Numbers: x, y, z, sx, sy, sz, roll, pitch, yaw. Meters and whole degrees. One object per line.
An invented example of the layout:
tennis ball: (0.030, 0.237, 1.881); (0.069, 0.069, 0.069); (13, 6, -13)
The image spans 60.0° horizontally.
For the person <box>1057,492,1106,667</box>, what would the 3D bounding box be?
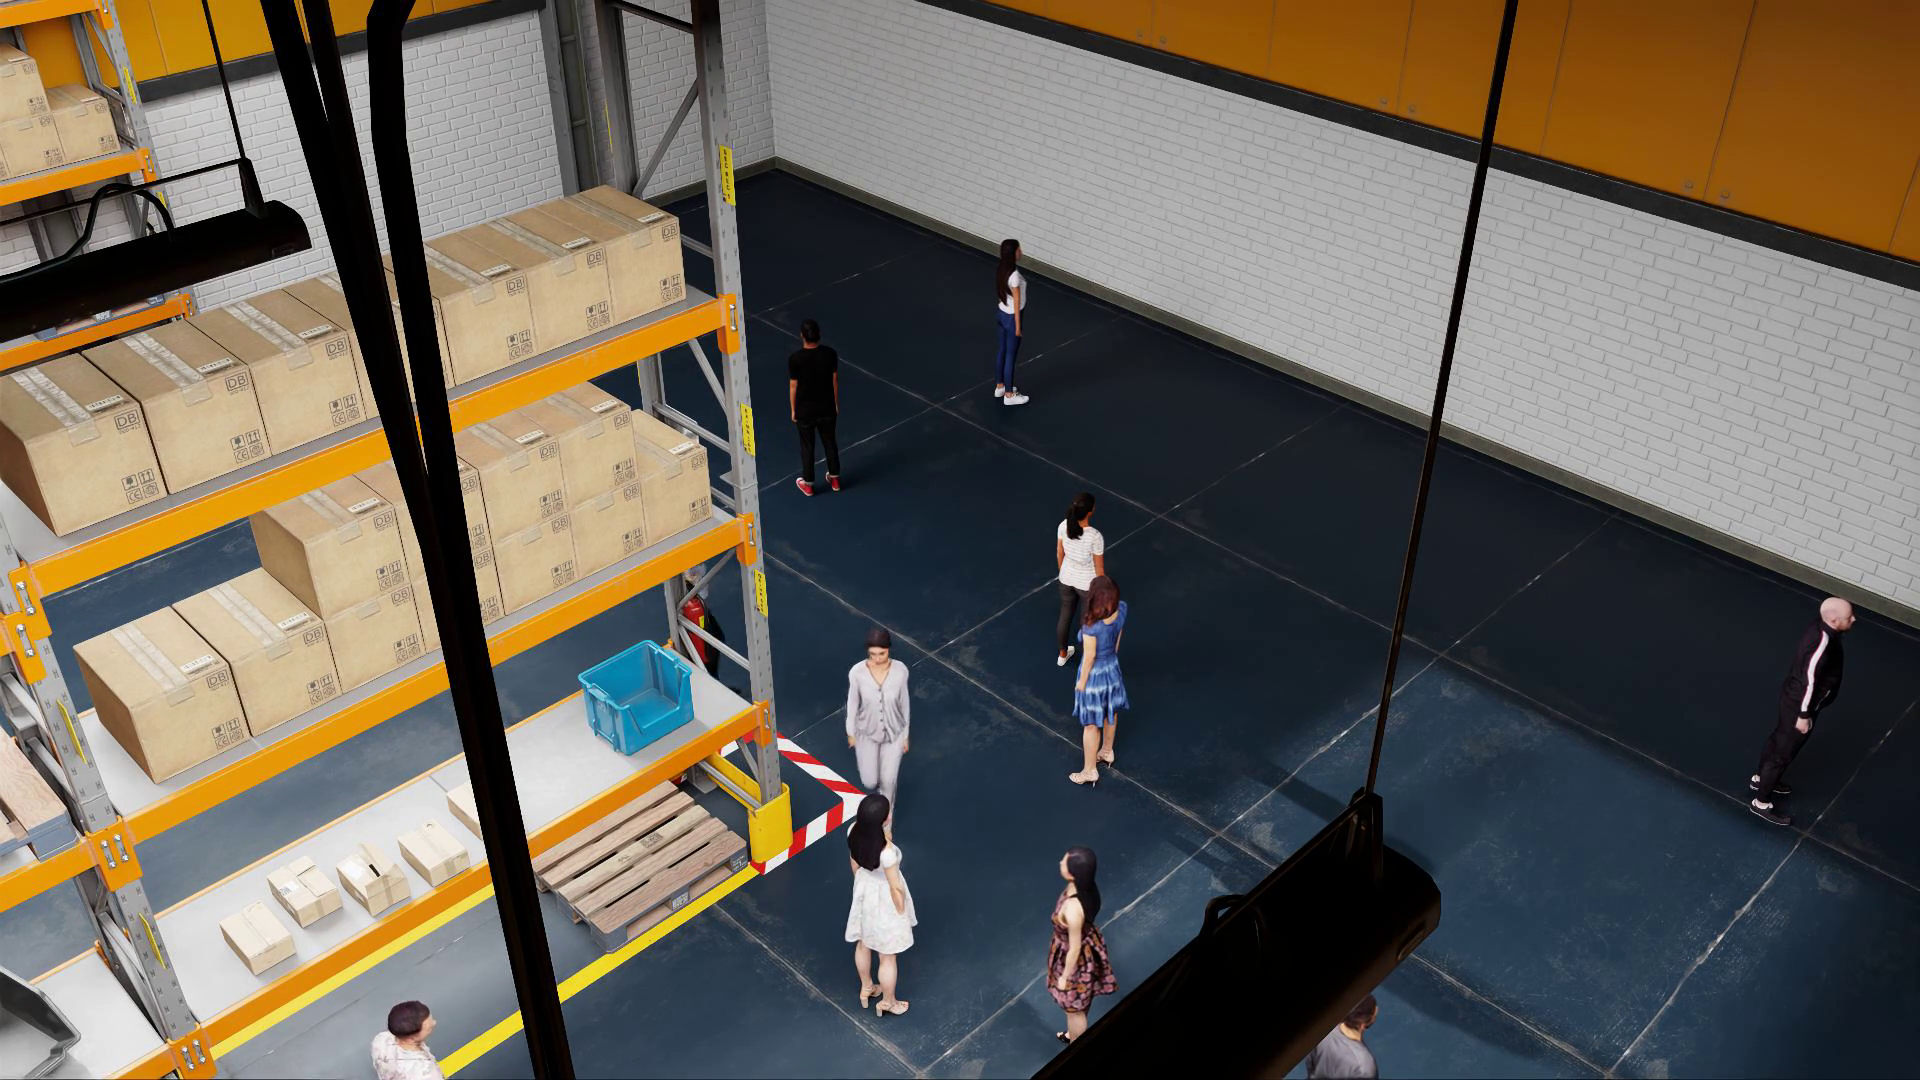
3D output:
person: (0.954, 0.330, 13.224); (0.605, 1.647, 0.577); (21, 39, 29)

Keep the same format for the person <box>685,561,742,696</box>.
person: (-2.178, 0.471, 12.830); (0.953, 1.846, 0.891); (-7, 34, -10)

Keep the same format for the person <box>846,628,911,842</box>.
person: (-0.575, 1.289, 11.680); (0.904, 1.758, 0.924); (-4, 34, -6)

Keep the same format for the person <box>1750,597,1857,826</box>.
person: (5.958, 1.161, 11.801); (0.805, 1.837, 0.644); (14, 36, 21)

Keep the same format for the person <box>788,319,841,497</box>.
person: (-1.345, -1.237, 15.483); (0.599, 1.754, 0.744); (-12, 36, -18)

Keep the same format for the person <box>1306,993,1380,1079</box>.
person: (2.043, 3.074, 8.992); (0.591, 1.760, 0.661); (-20, 39, -27)

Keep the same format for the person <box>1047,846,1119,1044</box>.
person: (0.681, 2.481, 9.872); (0.852, 1.773, 0.769); (9, 35, 13)

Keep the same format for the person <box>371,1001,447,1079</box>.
person: (-2.926, 3.183, 8.824); (0.673, 1.764, 1.167); (29, 43, 36)

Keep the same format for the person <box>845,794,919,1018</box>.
person: (-0.501, 2.247, 10.223); (0.608, 1.775, 0.628); (-29, 43, -36)

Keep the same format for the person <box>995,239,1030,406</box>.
person: (0.498, -2.234, 16.965); (0.656, 1.775, 0.662); (-11, 35, -16)

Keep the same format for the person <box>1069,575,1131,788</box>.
person: (1.002, 1.011, 12.054); (0.760, 1.806, 0.555); (22, 39, 29)
